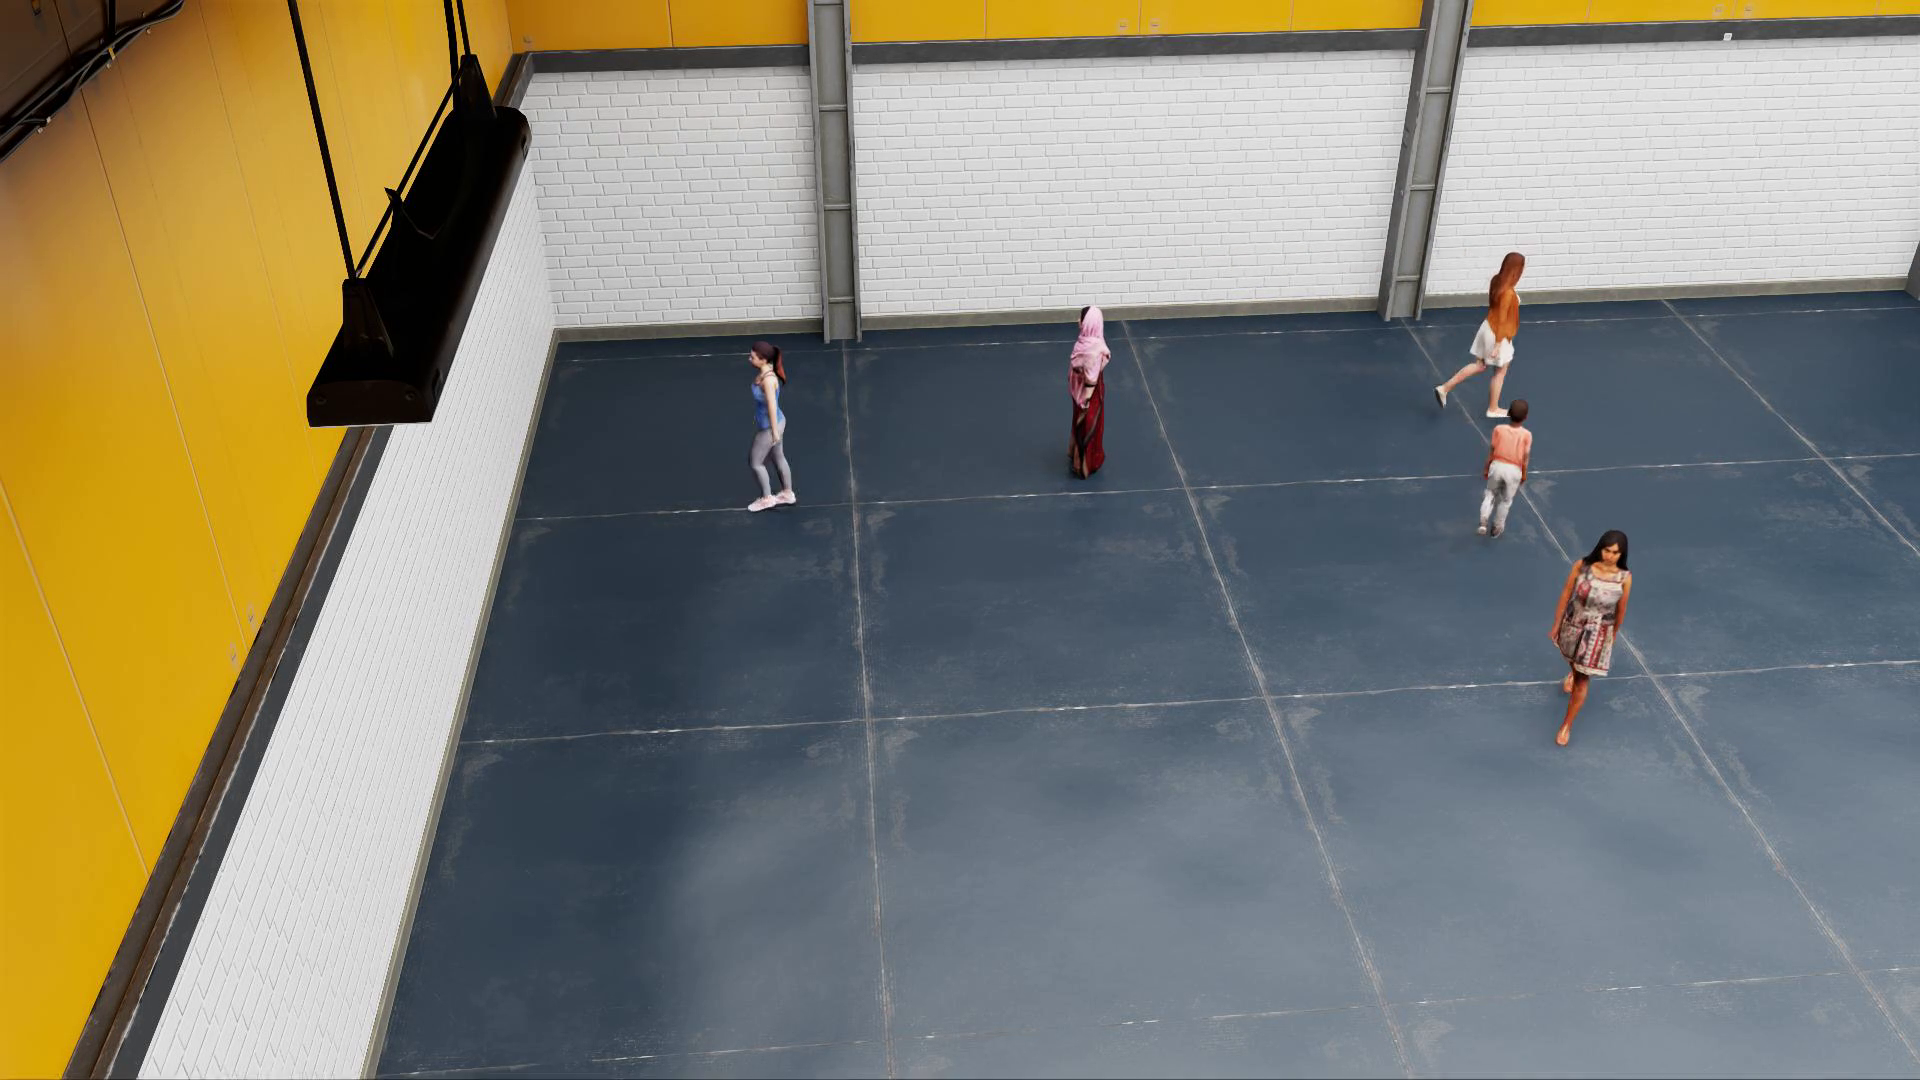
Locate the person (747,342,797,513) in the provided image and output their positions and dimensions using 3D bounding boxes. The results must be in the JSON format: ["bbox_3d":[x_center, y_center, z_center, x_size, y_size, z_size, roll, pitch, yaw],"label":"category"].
[{"bbox_3d":[-1.569,-0.989,14.347,0.638,1.596,0.564,-1,34,-2],"label":"person"}]

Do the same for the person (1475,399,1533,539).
[{"bbox_3d":[4.563,-0.559,13.964,0.666,1.303,0.712,19,38,27],"label":"person"}]

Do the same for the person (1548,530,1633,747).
[{"bbox_3d":[4.520,0.588,11.968,1.144,1.602,1.116,19,38,26],"label":"person"}]

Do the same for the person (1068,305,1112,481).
[{"bbox_3d":[1.150,-1.346,14.844,0.644,1.639,0.693,2,34,3],"label":"person"}]

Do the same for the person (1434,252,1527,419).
[{"bbox_3d":[4.944,-1.912,15.643,0.976,1.698,0.603,-2,34,-4],"label":"person"}]
